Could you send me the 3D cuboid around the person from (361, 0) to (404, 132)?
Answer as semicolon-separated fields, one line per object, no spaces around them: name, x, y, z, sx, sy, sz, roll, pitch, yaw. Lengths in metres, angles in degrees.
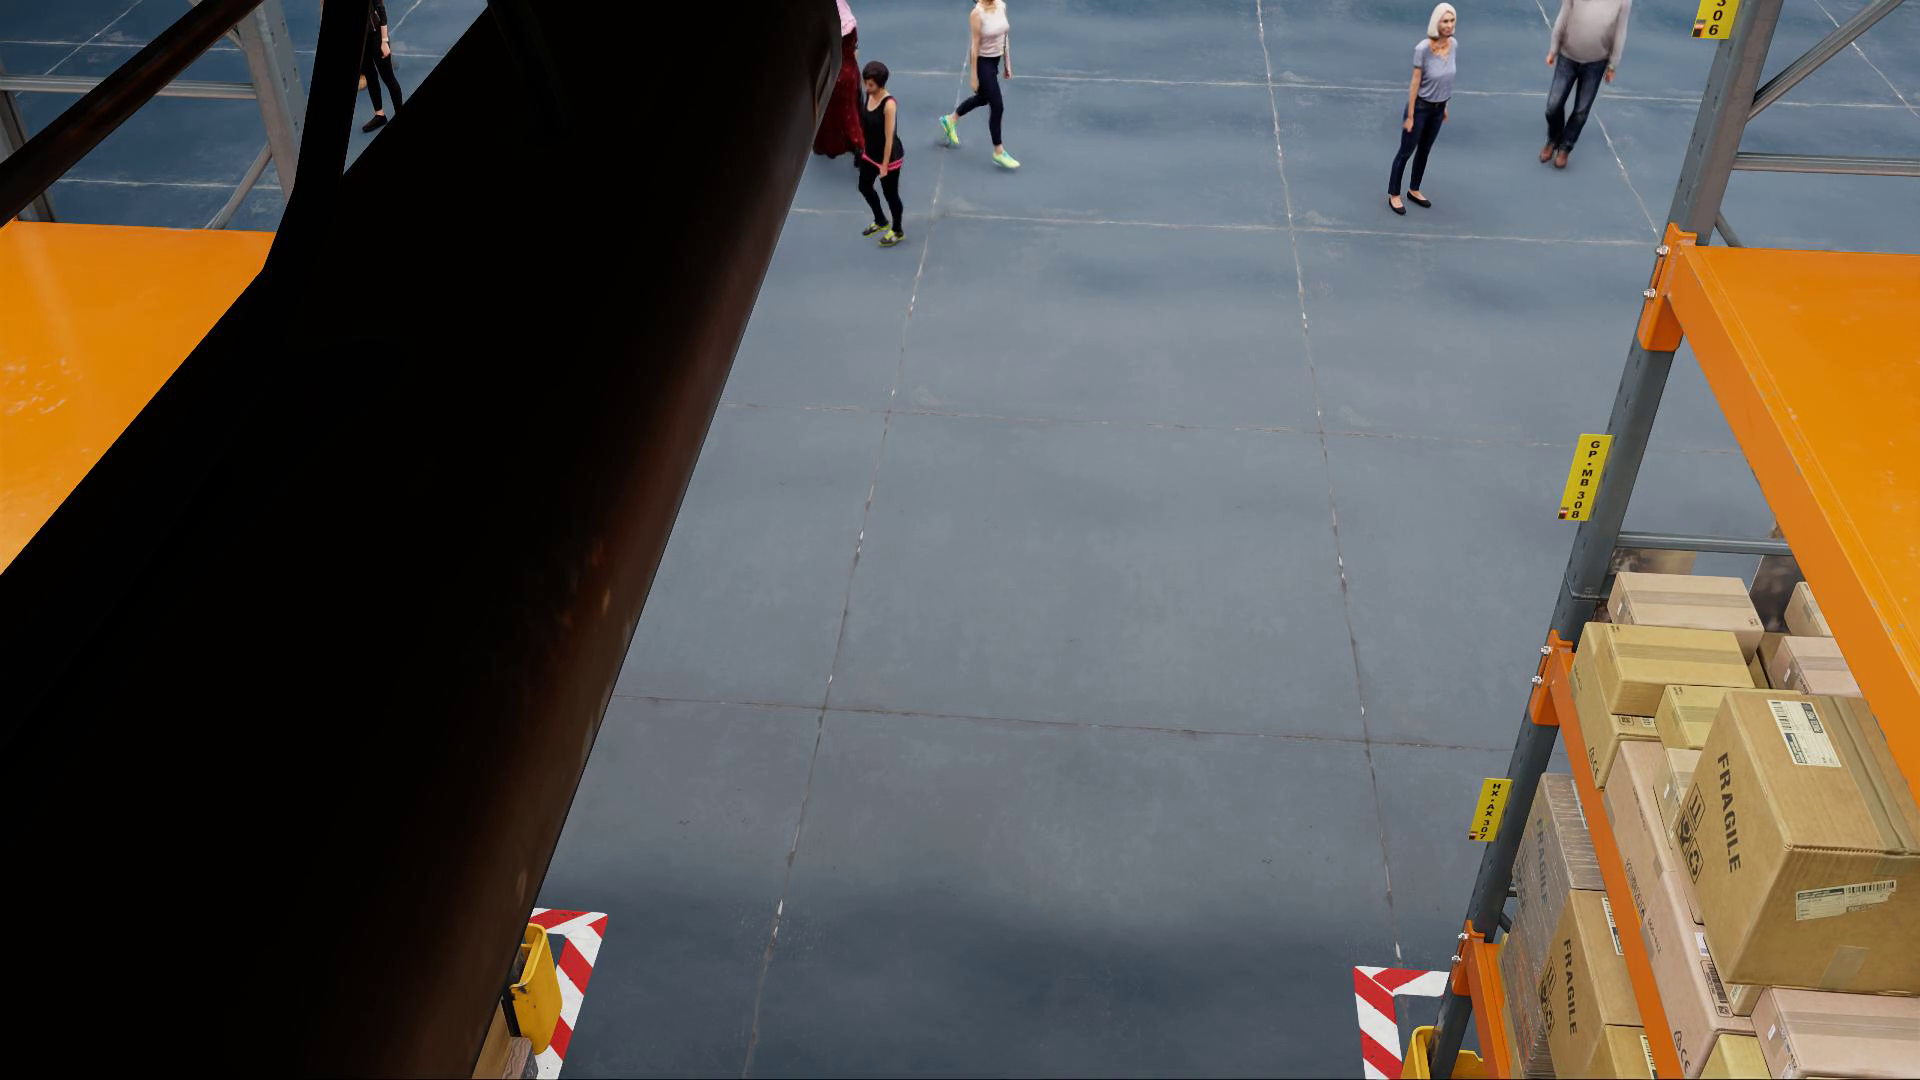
person;-5.268;-4.491;14.847;0.647;1.714;0.606;13;40;16

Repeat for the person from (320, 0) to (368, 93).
person;-5.825;-5.108;15.627;0.784;1.725;0.819;28;46;31

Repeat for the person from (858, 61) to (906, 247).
person;-0.544;-3.083;13.194;0.729;1.533;0.656;-24;44;-27

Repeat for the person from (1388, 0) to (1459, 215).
person;3.817;-3.551;13.638;0.653;1.722;0.667;-17;41;-20

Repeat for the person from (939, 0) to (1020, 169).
person;0.157;-4.091;14.371;1.043;1.670;1.146;22;43;26

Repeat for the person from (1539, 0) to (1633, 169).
person;5.351;-4.148;14.258;0.842;1.899;0.798;16;41;19

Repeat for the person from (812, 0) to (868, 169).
person;-1.025;-3.949;14.232;0.955;1.618;1.080;-19;42;-23
